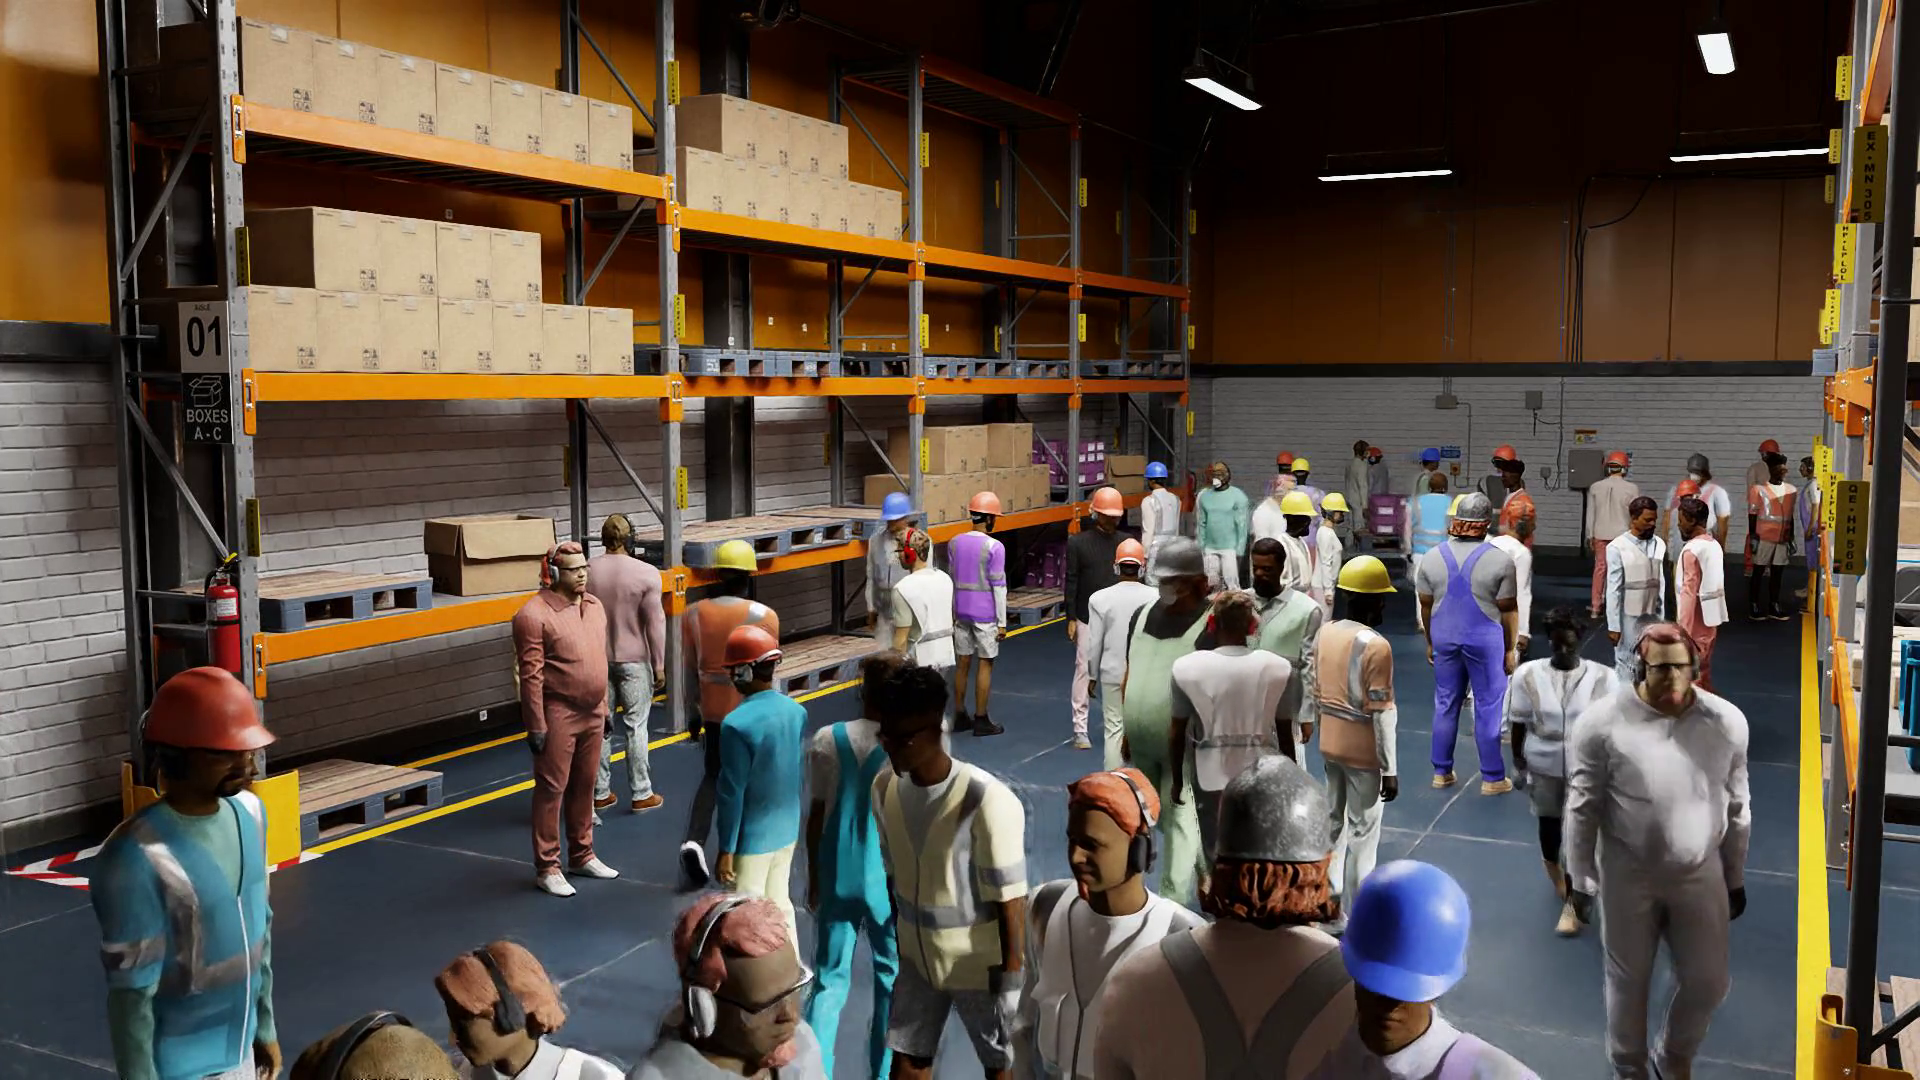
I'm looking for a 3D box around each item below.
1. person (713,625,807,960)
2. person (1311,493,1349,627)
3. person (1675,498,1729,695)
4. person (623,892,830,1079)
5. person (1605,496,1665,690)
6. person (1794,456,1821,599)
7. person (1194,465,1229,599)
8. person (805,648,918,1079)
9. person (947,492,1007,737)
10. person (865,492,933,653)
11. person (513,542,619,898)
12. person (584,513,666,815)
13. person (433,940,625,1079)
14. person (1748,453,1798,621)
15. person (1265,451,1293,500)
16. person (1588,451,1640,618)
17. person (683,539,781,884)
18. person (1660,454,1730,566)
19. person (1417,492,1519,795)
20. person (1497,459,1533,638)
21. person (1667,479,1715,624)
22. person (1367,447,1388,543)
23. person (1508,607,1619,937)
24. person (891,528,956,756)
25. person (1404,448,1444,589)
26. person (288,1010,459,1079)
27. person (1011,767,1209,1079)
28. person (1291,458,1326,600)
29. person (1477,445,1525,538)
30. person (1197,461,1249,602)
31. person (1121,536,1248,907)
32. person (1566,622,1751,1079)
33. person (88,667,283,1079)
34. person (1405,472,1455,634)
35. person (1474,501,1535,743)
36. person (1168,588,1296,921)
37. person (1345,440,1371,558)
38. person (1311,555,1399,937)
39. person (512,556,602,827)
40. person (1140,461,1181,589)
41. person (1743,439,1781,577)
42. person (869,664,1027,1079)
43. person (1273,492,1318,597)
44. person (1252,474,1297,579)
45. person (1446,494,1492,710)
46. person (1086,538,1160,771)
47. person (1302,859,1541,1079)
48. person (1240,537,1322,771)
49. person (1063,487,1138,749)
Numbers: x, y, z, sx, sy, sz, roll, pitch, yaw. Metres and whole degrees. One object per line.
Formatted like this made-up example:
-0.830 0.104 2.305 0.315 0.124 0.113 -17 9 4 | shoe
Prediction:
-0.872 1.228 7.062 0.348 1.740 0.575 2 6 25 | person
3.433 0.440 15.463 0.338 1.757 0.518 2 6 18 | person
5.545 0.641 12.509 0.411 1.906 0.602 4 7 39 | person
-0.373 1.546 2.949 0.486 1.890 0.683 2 6 19 | person
5.208 0.611 12.845 0.598 1.907 0.408 -3 6 -31 | person
10.972 -0.161 21.452 0.329 1.844 0.509 3 6 29 | person
2.882 0.085 18.693 0.633 1.863 0.601 2 6 16 | person
-0.367 1.294 6.049 0.545 1.802 0.910 2 6 17 | person
0.163 0.582 13.066 0.550 1.923 0.390 5 7 40 | person
-0.453 0.554 13.418 0.656 1.913 0.633 3 6 28 | person
-2.123 0.958 9.080 0.409 1.907 0.650 3 6 27 | person
-2.187 0.793 10.682 0.636 1.938 0.354 1 5 11 | person
-0.892 1.635 3.472 0.512 1.586 0.789 0 5 2 | person
9.501 -0.035 19.446 0.602 1.967 0.366 -1 5 -10 | person
4.322 -0.230 22.048 0.554 1.884 1.031 0 5 -2 | person
7.682 -0.049 19.512 0.618 1.986 0.408 5 7 44 | person
-1.285 0.944 9.257 0.595 1.902 0.809 2 6 20 | person
8.259 -0.011 18.793 0.978 2.000 0.683 -4 7 -38 | person
3.477 0.687 11.285 0.681 2.000 0.538 4 7 38 | person
6.055 0.088 18.170 0.370 1.959 0.604 0 5 3 | person
7.915 0.203 18.093 0.371 1.742 0.568 -2 6 -23 | person
6.810 -0.648 27.247 0.390 1.738 0.580 4 7 38 | person
3.115 1.131 8.564 0.556 1.650 0.785 2 6 24 | person
-0.239 0.844 10.696 0.397 1.836 0.562 4 6 34 | person
6.354 -0.274 22.292 0.793 1.920 0.611 0 5 5 | person
-0.811 1.580 2.278 0.366 1.931 0.632 2 6 20 | person
0.353 1.456 3.856 0.574 1.883 0.361 5 7 41 | person
3.893 0.024 19.050 0.585 1.922 0.372 1 5 8 | person
6.459 -0.107 19.807 0.605 2.045 0.378 5 7 43 | person
2.856 0.109 18.113 0.629 1.930 0.359 5 7 44 | person
1.142 0.949 8.463 0.864 2.000 0.691 -5 7 -43 | person
2.583 1.238 6.156 0.672 1.888 0.445 1 5 7 | person
-1.974 1.337 4.369 0.428 2.033 0.608 1 5 10 | person
5.271 0.139 18.546 0.617 1.793 0.992 2 6 17 | person
4.205 0.628 12.812 0.352 1.877 0.581 -1 5 -10 | person
1.235 1.133 7.675 0.557 1.816 0.583 -1 5 -7 | person
5.956 -0.524 24.856 0.356 1.938 0.638 -1 5 -7 | person
1.945 1.036 8.135 0.363 1.928 0.587 -2 6 -22 | person
-2.465 0.929 10.285 0.578 1.737 0.354 -3 6 -31 | person
2.099 0.140 17.667 0.405 1.945 0.615 5 7 42 | person
11.519 -0.447 23.813 0.610 1.985 0.411 -2 6 -25 | person
0.023 1.317 5.319 0.612 1.906 0.731 4 7 38 | person
2.595 0.582 13.014 0.384 1.928 0.589 3 6 28 | person
3.128 0.298 16.321 0.675 1.877 0.627 -5 7 -42 | person
4.295 0.525 14.137 0.404 1.829 0.600 -2 6 -16 | person
1.105 0.864 10.901 0.568 1.750 0.342 0 5 -2 | person
0.770 1.513 3.014 0.604 1.946 0.458 5 7 41 | person
1.764 0.929 9.410 0.593 1.909 0.410 4 7 37 | person
1.086 0.591 12.619 0.626 1.990 0.405 -2 6 -17 | person
